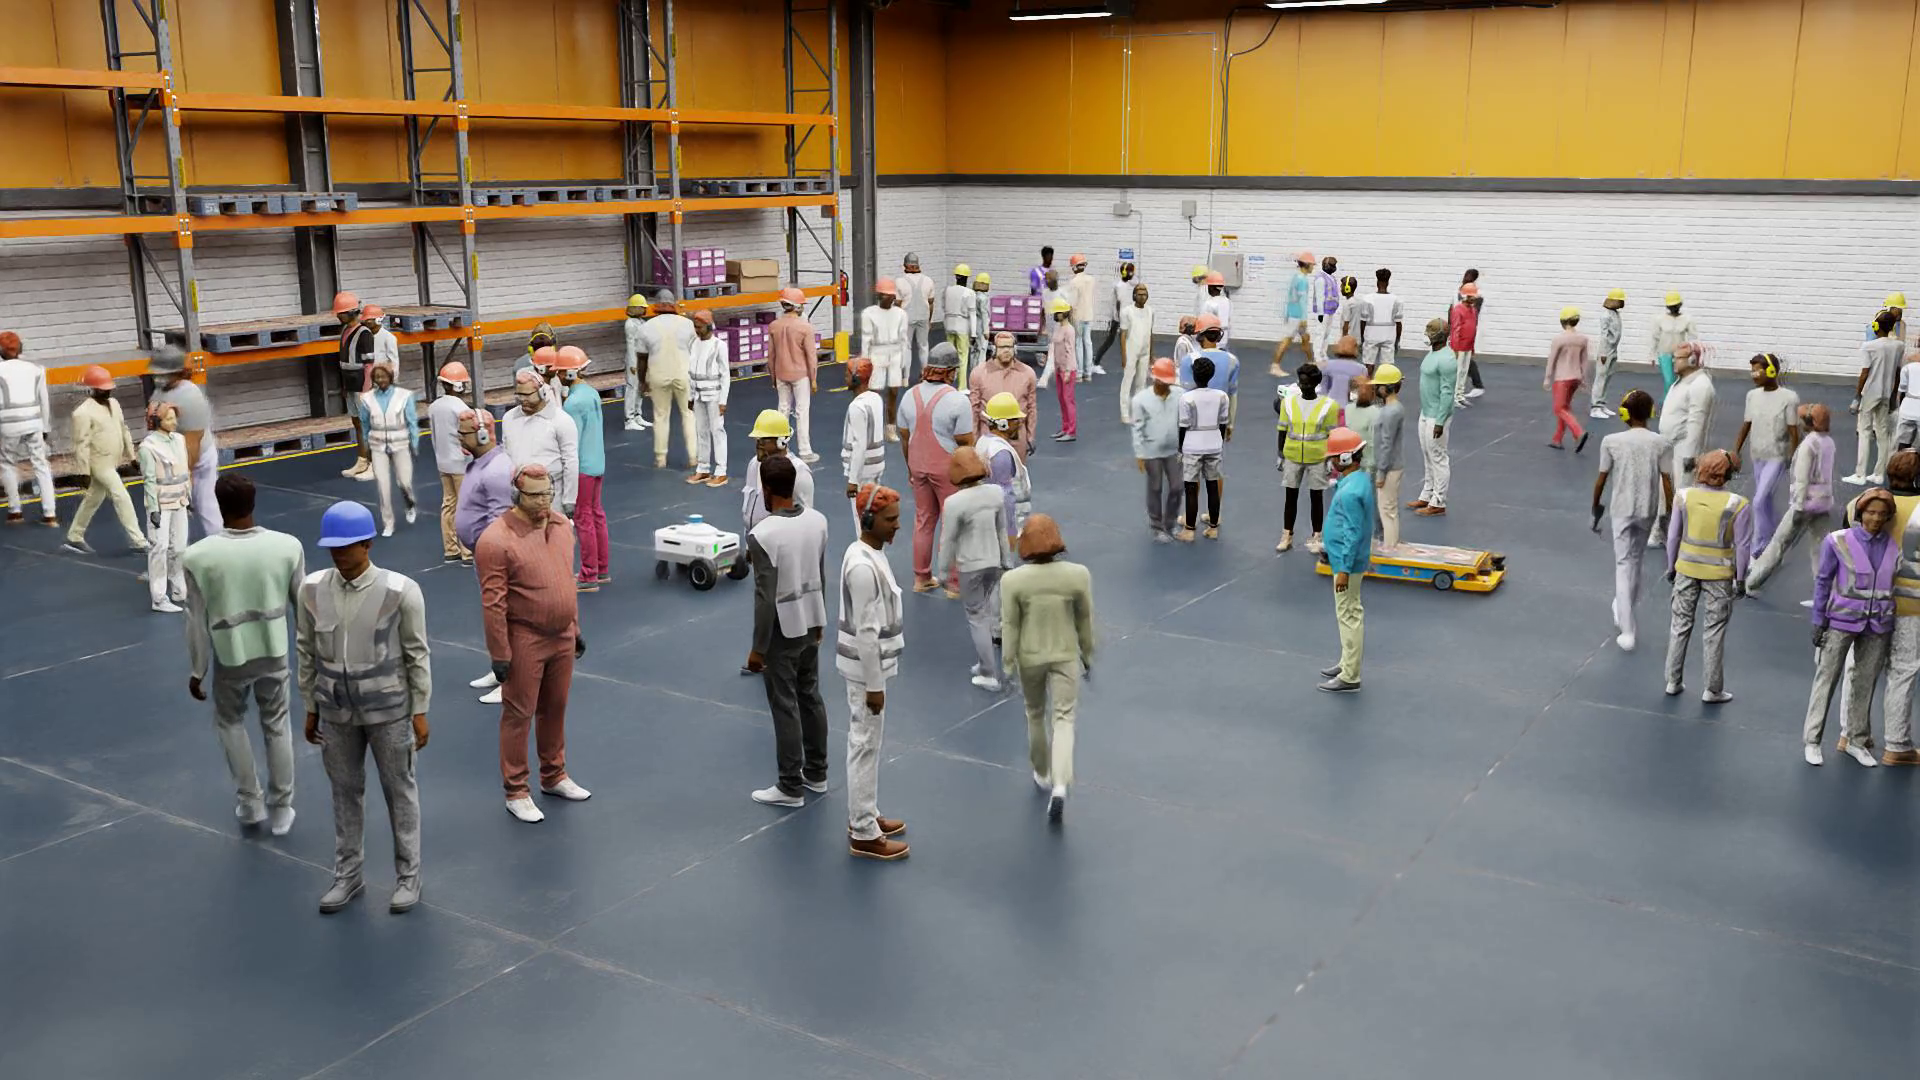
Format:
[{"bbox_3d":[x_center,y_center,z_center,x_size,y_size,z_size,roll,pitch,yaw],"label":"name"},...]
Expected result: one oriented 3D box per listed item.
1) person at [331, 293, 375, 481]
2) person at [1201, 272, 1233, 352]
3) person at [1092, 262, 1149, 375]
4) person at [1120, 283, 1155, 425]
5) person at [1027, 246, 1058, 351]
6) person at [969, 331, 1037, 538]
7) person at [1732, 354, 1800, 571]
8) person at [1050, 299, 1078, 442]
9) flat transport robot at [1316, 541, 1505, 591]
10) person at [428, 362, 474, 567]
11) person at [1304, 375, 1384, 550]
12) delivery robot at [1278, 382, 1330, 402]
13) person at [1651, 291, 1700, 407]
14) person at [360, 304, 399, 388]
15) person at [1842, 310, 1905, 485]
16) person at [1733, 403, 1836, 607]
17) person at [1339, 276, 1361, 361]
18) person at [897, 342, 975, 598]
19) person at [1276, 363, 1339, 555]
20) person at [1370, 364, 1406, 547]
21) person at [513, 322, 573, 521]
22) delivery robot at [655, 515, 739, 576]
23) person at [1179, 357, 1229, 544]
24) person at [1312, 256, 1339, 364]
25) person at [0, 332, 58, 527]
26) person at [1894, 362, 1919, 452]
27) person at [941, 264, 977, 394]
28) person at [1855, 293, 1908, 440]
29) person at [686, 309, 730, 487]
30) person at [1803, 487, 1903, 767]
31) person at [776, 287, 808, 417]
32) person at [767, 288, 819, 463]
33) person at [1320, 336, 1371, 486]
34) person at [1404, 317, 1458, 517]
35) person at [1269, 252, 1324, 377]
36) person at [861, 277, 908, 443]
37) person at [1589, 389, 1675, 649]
[{"bbox_3d":[-6.544,-1.655,18.004,0.392,2.033,0.605,-11,17,-41],"label":"person"},{"bbox_3d":[3.438,-2.660,22.572,0.362,1.938,0.545,12,18,43],"label":"person"},{"bbox_3d":[2.545,-3.556,26.754,0.971,1.825,0.559,6,14,26],"label":"person"},{"bbox_3d":[2.329,-2.431,21.779,0.507,1.847,0.351,-6,14,-25],"label":"person"},{"bbox_3d":[1.446,-4.231,29.390,0.610,1.942,0.834,-10,16,-38],"label":"person"},{"bbox_3d":[0.394,-0.950,15.214,0.642,1.913,0.409,-2,13,-8],"label":"person"},{"bbox_3d":[6.756,-0.646,14.062,0.796,1.830,0.540,-6,14,-24],"label":"person"},{"bbox_3d":[1.265,-2.095,20.515,0.343,1.756,0.519,-4,14,-16],"label":"person"},{"bbox_3d":[3.759,0.190,13.860,1.431,0.197,0.652,6,14,25],"label":"flat transport robot"},{"bbox_3d":[-4.287,-0.649,14.255,0.562,1.749,0.334,11,17,40],"label":"person"},{"bbox_3d":[3.460,-0.652,14.618,0.775,1.592,0.523,-6,14,-24],"label":"person"},{"bbox_3d":[4.661,-1.970,22.403,0.707,0.478,0.477,-1,13,-5],"label":"delivery robot"},{"bbox_3d":[9.540,-2.474,22.251,0.618,1.722,0.706,3,13,14],"label":"person"},{"bbox_3d":[-6.912,-1.924,19.778,0.566,1.750,0.341,9,16,33],"label":"person"},{"bbox_3d":[9.768,-1.517,17.761,0.532,1.870,0.319,-2,13,-10],"label":"person"},{"bbox_3d":[6.498,-0.275,12.962,0.539,1.597,0.818,-10,16,-37],"label":"person"},{"bbox_3d":[5.346,-2.697,22.916,0.328,1.861,0.500,7,15,27],"label":"person"},{"bbox_3d":[-0.120,-0.566,13.261,0.690,2.000,0.538,10,16,36],"label":"person"},{"bbox_3d":[3.047,-0.714,14.663,0.541,1.694,0.316,6,14,23],"label":"person"},{"bbox_3d":[3.591,-0.605,14.057,0.330,1.760,0.518,4,14,18],"label":"person"},{"bbox_3d":[-3.889,-1.082,15.728,0.627,1.938,0.371,4,14,16],"label":"person"},{"bbox_3d":[-2.168,0.035,13.704,0.707,0.478,0.477,8,15,32],"label":"delivery robot"},{"bbox_3d":[2.180,-0.811,15.081,0.535,1.697,0.318,-6,14,-23],"label":"person"},{"bbox_3d":[6.121,-3.821,27.840,0.429,1.835,0.629,8,15,30],"label":"person"},{"bbox_3d":[-8.929,-1.043,15.759,0.779,1.840,0.635,9,16,36],"label":"person"},{"bbox_3d":[9.825,-1.246,16.990,0.320,1.686,0.539,-7,15,-28],"label":"person"},{"bbox_3d":[-0.006,-3.095,24.511,0.601,1.912,0.430,7,15,29],"label":"person"},{"bbox_3d":[11.459,-2.149,20.615,0.591,1.823,0.404,-5,14,-22],"label":"person"},{"bbox_3d":[-2.690,-1.513,17.705,0.573,1.887,0.356,11,17,39],"label":"person"},{"bbox_3d":[5.138,0.500,9.522,0.522,1.636,0.311,1,13,4],"label":"person"},{"bbox_3d":[-2.289,-2.533,22.424,0.569,1.747,0.340,11,17,39],"label":"person"},{"bbox_3d":[-1.900,-1.881,19.070,0.621,1.990,0.391,6,14,25],"label":"person"},{"bbox_3d":[4.139,-1.395,17.841,0.523,1.579,0.870,9,16,34],"label":"person"},{"bbox_3d":[4.623,-1.195,16.214,0.372,1.940,0.627,0,13,0],"label":"person"},{"bbox_3d":[5.462,-3.582,26.496,1.131,1.961,0.660,0,13,-1],"label":"person"},{"bbox_3d":[-0.942,-2.226,20.488,0.624,2.026,0.689,-6,14,-23],"label":"person"},{"bbox_3d":[4.863,-0.183,12.066,0.517,1.818,0.946,2,13,8],"label":"person"}]
